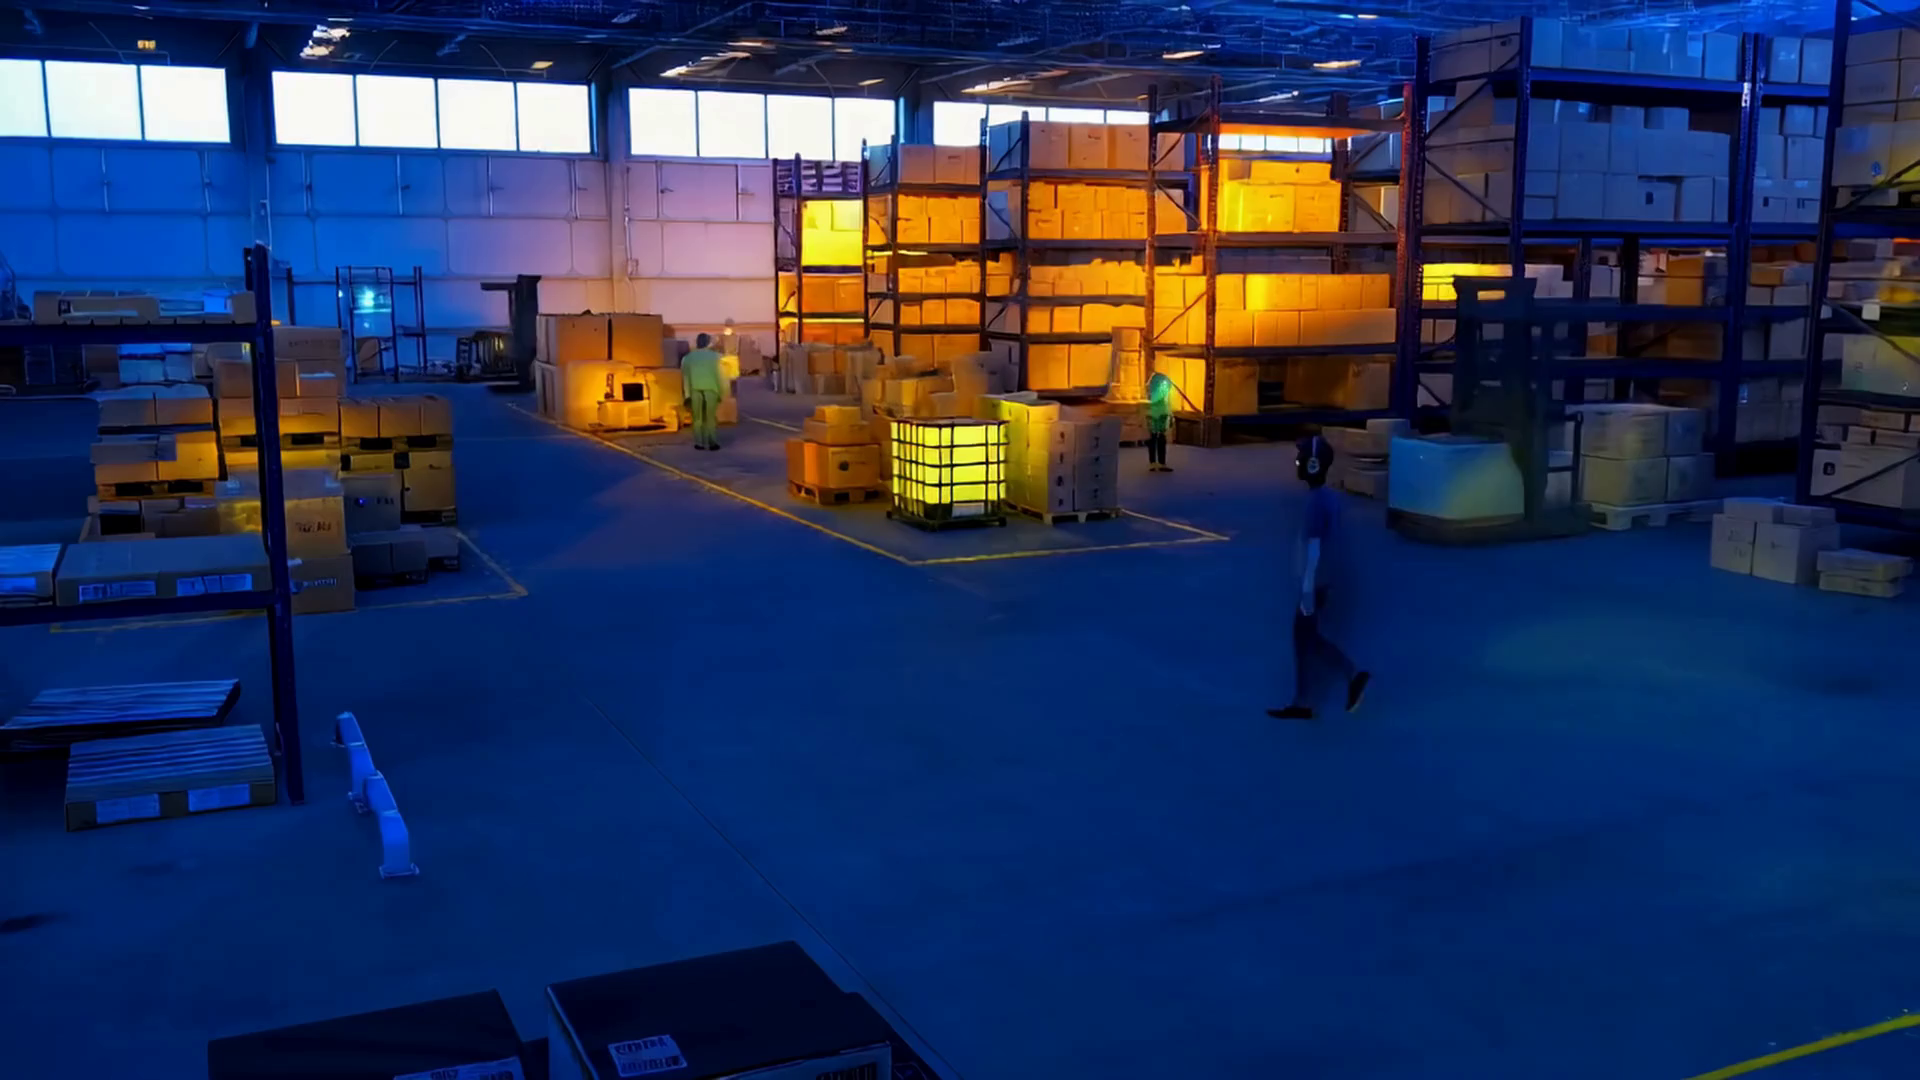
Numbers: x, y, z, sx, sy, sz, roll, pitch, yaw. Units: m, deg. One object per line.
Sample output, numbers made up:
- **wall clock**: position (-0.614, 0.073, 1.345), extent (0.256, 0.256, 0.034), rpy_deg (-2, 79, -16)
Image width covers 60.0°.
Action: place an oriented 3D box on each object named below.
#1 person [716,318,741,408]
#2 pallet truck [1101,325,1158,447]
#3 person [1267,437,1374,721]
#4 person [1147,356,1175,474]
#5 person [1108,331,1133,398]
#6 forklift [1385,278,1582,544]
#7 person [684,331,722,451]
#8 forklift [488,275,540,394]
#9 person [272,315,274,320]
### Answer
- **person**: position (-4.937, -3.778, 35.521), extent (0.550, 1.913, 0.870), rpy_deg (-3, 10, -20)
- **pallet truck**: position (2.881, -2.596, 27.923), extent (0.823, 1.965, 1.885), rpy_deg (-1, 9, -7)
- **person**: position (2.316, 0.262, 10.632), extent (0.572, 1.856, 0.540), rpy_deg (4, 10, 24)
- **person**: position (2.886, -1.799, 23.911), extent (0.319, 1.697, 0.533), rpy_deg (-5, 10, -27)
- **person**: position (2.984, -3.025, 31.173), extent (0.937, 1.807, 0.629), rpy_deg (-4, 10, -21)
- **forklift**: position (5.716, -1.446, 18.056), extent (1.873, 2.768, 1.129), rpy_deg (-4, 10, -25)
- **person**: position (-4.146, -2.410, 26.956), extent (0.631, 1.940, 0.372), rpy_deg (2, 9, 14)
- **forklift**: position (-10.278, -4.939, 39.731), extent (1.873, 2.768, 1.129), rpy_deg (-4, 10, -25)
- **person**: position (-15.613, -4.163, 37.655), extent (0.619, 1.992, 0.396), rpy_deg (7, 11, 35)
